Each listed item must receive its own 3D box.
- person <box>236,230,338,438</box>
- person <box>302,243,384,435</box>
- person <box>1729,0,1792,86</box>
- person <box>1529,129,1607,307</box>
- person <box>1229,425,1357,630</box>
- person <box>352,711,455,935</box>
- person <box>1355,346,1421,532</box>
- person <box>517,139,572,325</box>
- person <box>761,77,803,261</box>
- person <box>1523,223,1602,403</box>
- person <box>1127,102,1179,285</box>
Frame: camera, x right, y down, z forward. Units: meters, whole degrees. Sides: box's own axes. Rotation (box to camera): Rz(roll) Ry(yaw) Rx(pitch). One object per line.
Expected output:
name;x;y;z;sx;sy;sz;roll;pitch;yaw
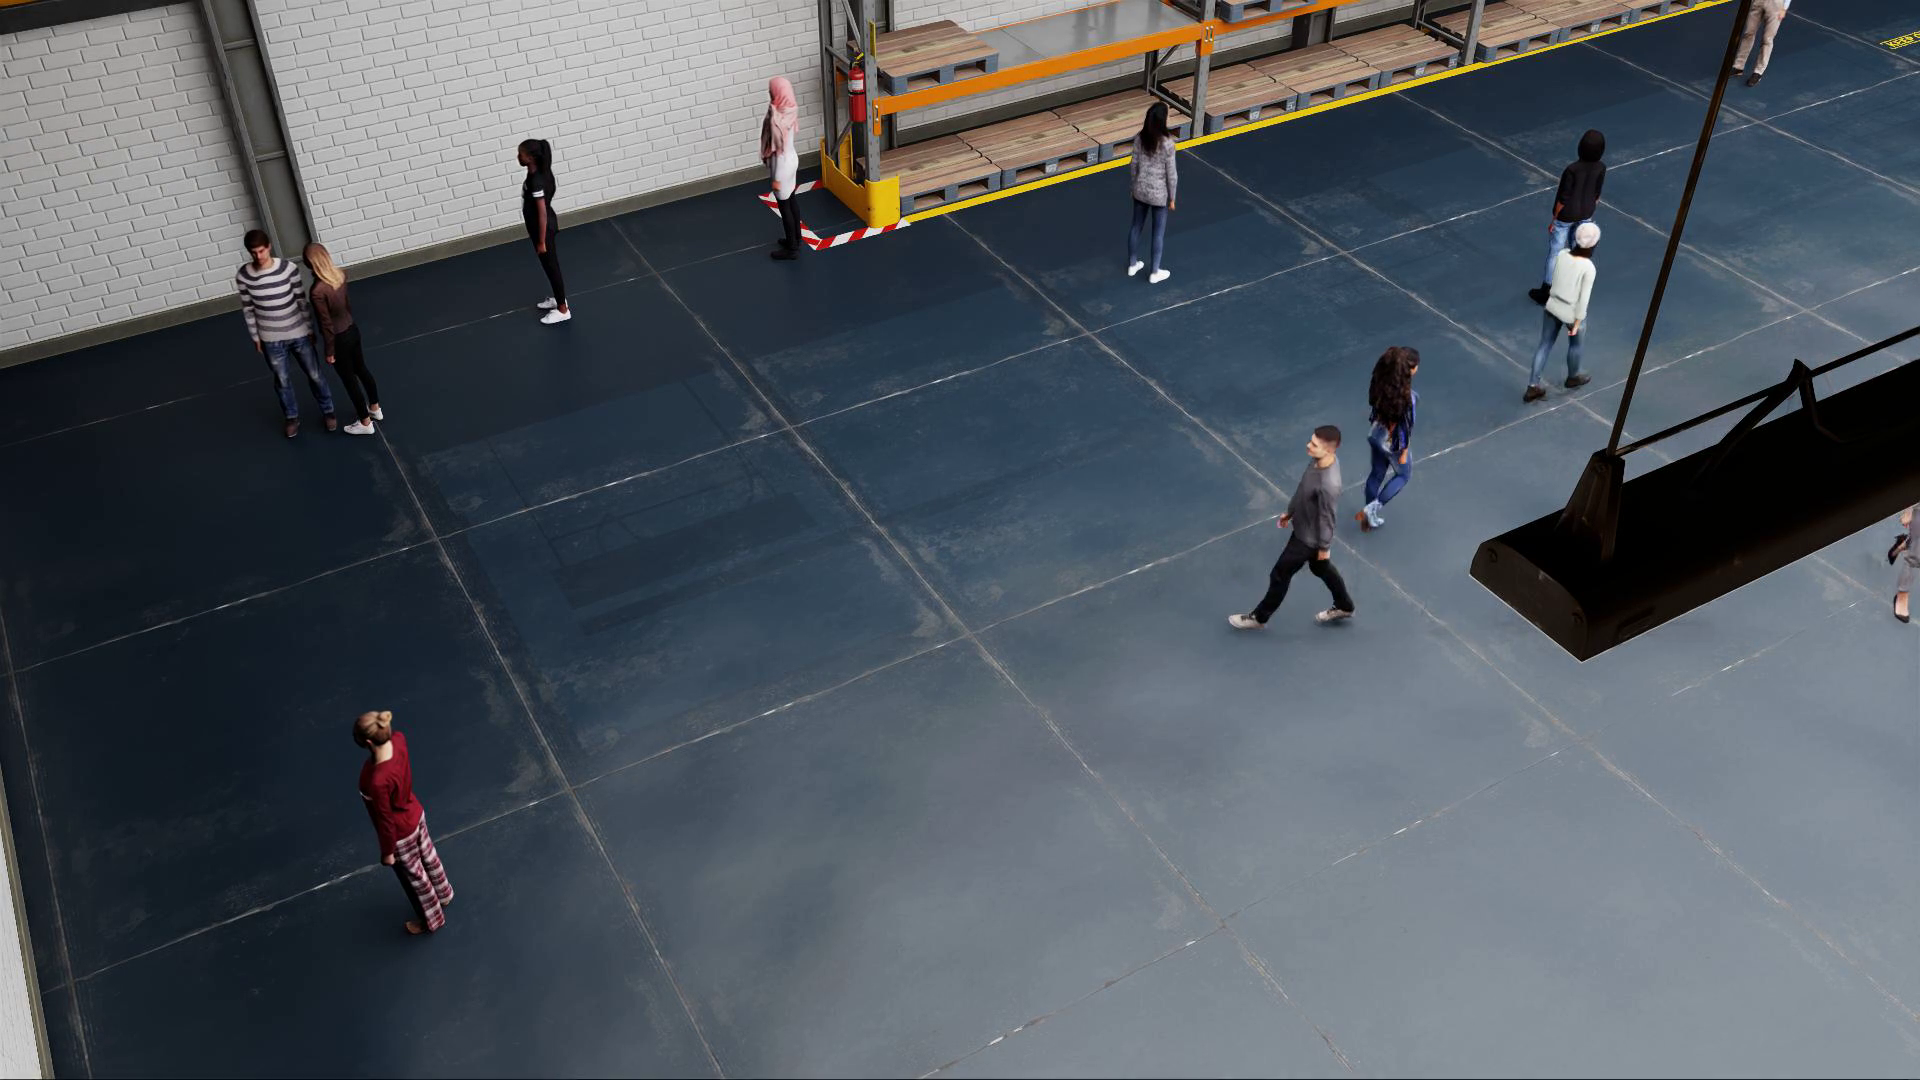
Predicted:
person;-5.441;-1.685;13.397;0.543;1.847;0.751;-11;40;-13
person;-4.995;-1.629;13.443;0.709;1.703;0.676;5;39;7
person;9.251;-6.157;18.996;0.660;1.848;0.683;-28;46;-30
person;5.545;-2.915;15.054;0.573;1.702;0.696;-7;39;-8
person;2.497;-0.059;11.461;1.207;1.722;1.038;3;39;3
person;-3.171;1.587;9.422;0.674;1.696;0.683;0;39;1
person;3.132;-0.710;12.365;0.621;1.611;0.650;-17;41;-20
person;-3.723;-2.771;14.851;0.662;1.729;0.670;-9;40;-12
person;-1.660;-3.517;15.725;0.791;1.804;0.736;8;39;10
person;4.966;-1.867;13.804;0.911;1.622;0.625;-24;44;-27
person;1.773;-3.232;15.427;0.688;1.731;0.655;26;45;29
